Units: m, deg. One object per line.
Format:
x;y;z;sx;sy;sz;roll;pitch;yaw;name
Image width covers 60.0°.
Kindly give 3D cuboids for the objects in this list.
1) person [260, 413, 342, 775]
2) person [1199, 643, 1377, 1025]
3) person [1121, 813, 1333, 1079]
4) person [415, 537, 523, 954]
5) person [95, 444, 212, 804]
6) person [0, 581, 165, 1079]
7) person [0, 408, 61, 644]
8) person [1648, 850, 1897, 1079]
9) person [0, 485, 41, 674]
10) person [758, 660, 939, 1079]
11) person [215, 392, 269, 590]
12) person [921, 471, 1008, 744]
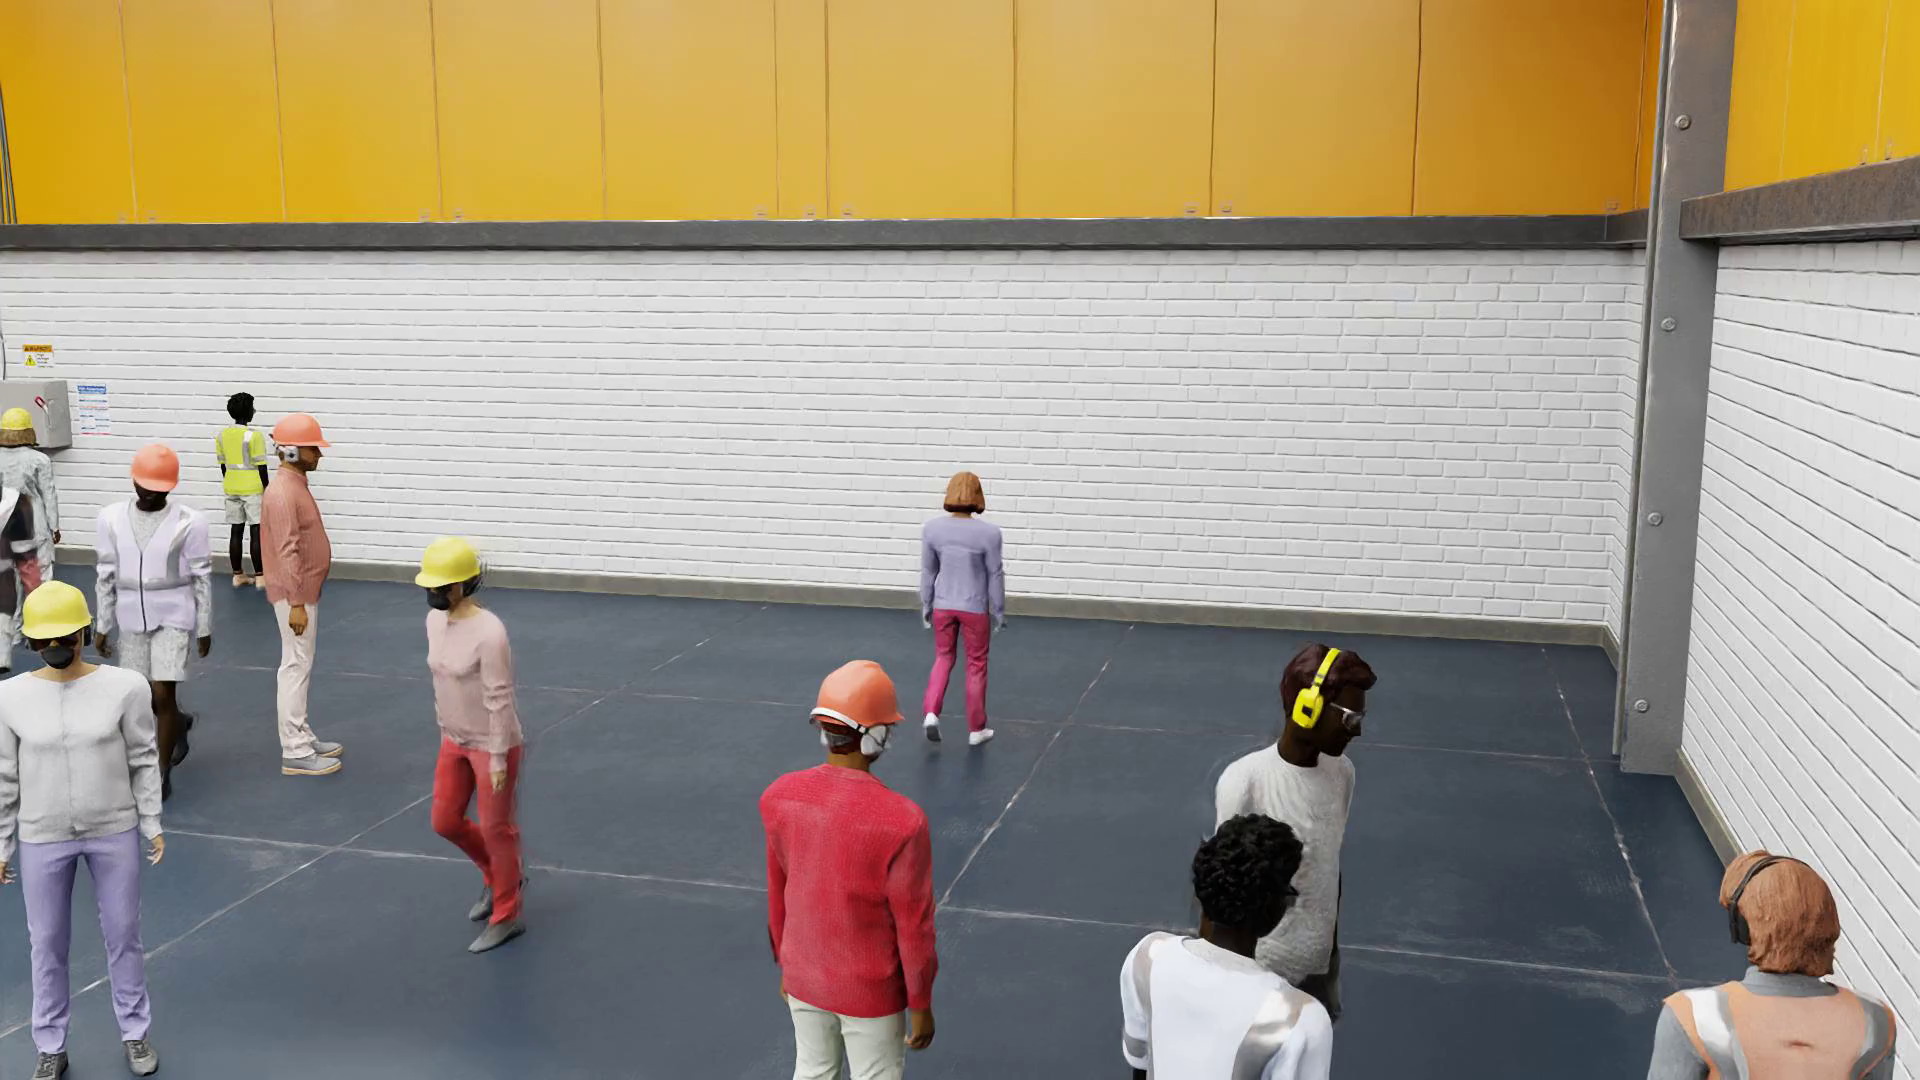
-3.637;0.291;9.202;0.400;1.989;0.623;-3;10;-17;person
0.806;1.166;4.508;0.577;1.829;0.662;-6;12;-33;person
0.561;1.405;3.545;0.320;1.686;0.539;-9;13;-42;person
-1.977;0.831;6.759;0.543;1.745;0.476;7;12;37;person
-4.222;0.410;8.803;0.592;1.892;0.719;-1;10;-4;person
-3.001;1.005;5.665;0.534;1.767;0.319;-5;11;-27;person
-6.875;-0.101;12.243;0.487;1.744;0.295;-1;10;-7;person
1.653;1.448;3.455;0.526;1.632;0.312;-1;10;-5;person
-5.258;0.343;8.899;0.604;1.993;0.996;-1;10;-8;person
-0.291;1.193;4.629;0.566;1.743;0.353;7;12;35;person
-6.095;-0.414;14.221;0.532;1.696;0.318;4;11;24;person
0.018;0.409;9.598;0.507;1.626;0.513;4;11;24;person
